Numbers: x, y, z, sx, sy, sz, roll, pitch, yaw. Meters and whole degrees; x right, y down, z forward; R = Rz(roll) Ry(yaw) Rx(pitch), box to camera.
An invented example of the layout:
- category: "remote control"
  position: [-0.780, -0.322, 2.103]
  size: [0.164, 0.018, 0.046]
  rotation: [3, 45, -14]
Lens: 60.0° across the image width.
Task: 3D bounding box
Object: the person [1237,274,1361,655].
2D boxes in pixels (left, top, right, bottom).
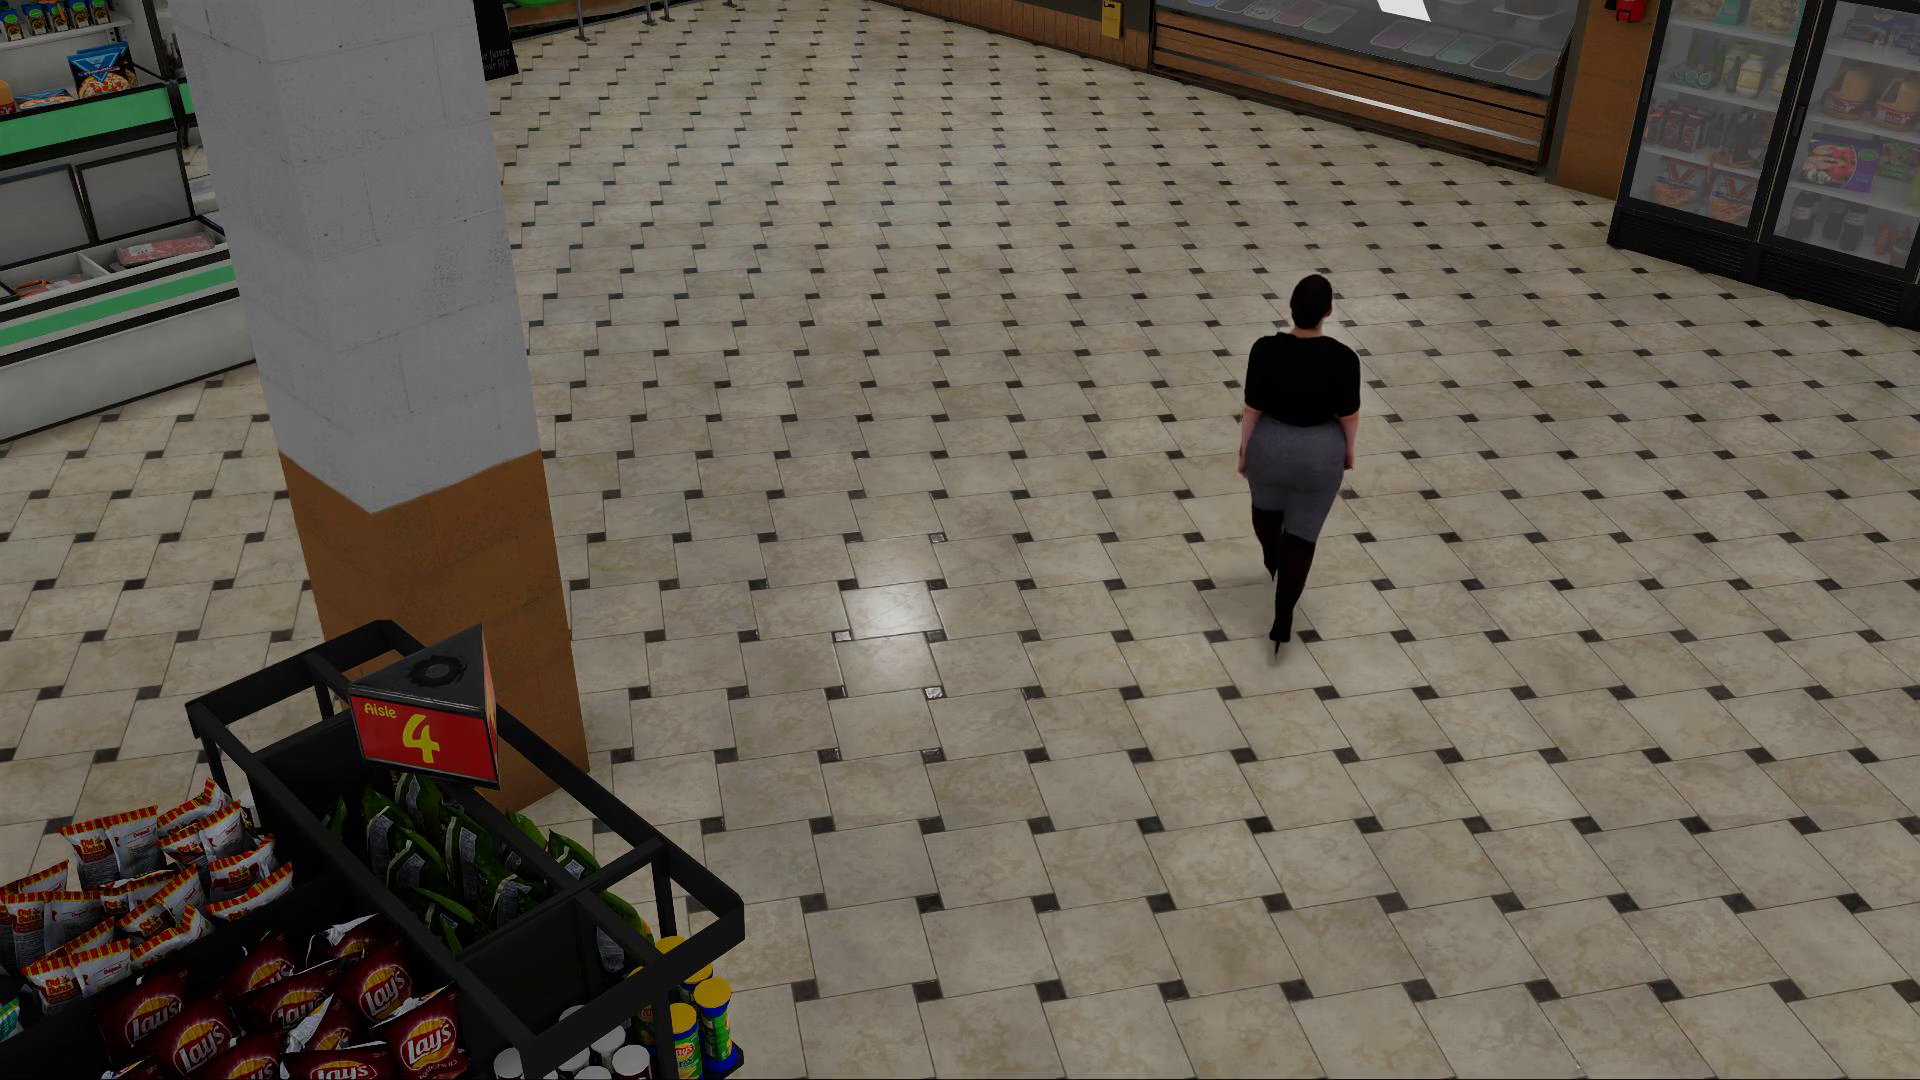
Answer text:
- category: "person"
  position: [1.487, -0.296, 7.445]
  size: [0.924, 1.711, 1.168]
  rotation: [12, 34, 19]
